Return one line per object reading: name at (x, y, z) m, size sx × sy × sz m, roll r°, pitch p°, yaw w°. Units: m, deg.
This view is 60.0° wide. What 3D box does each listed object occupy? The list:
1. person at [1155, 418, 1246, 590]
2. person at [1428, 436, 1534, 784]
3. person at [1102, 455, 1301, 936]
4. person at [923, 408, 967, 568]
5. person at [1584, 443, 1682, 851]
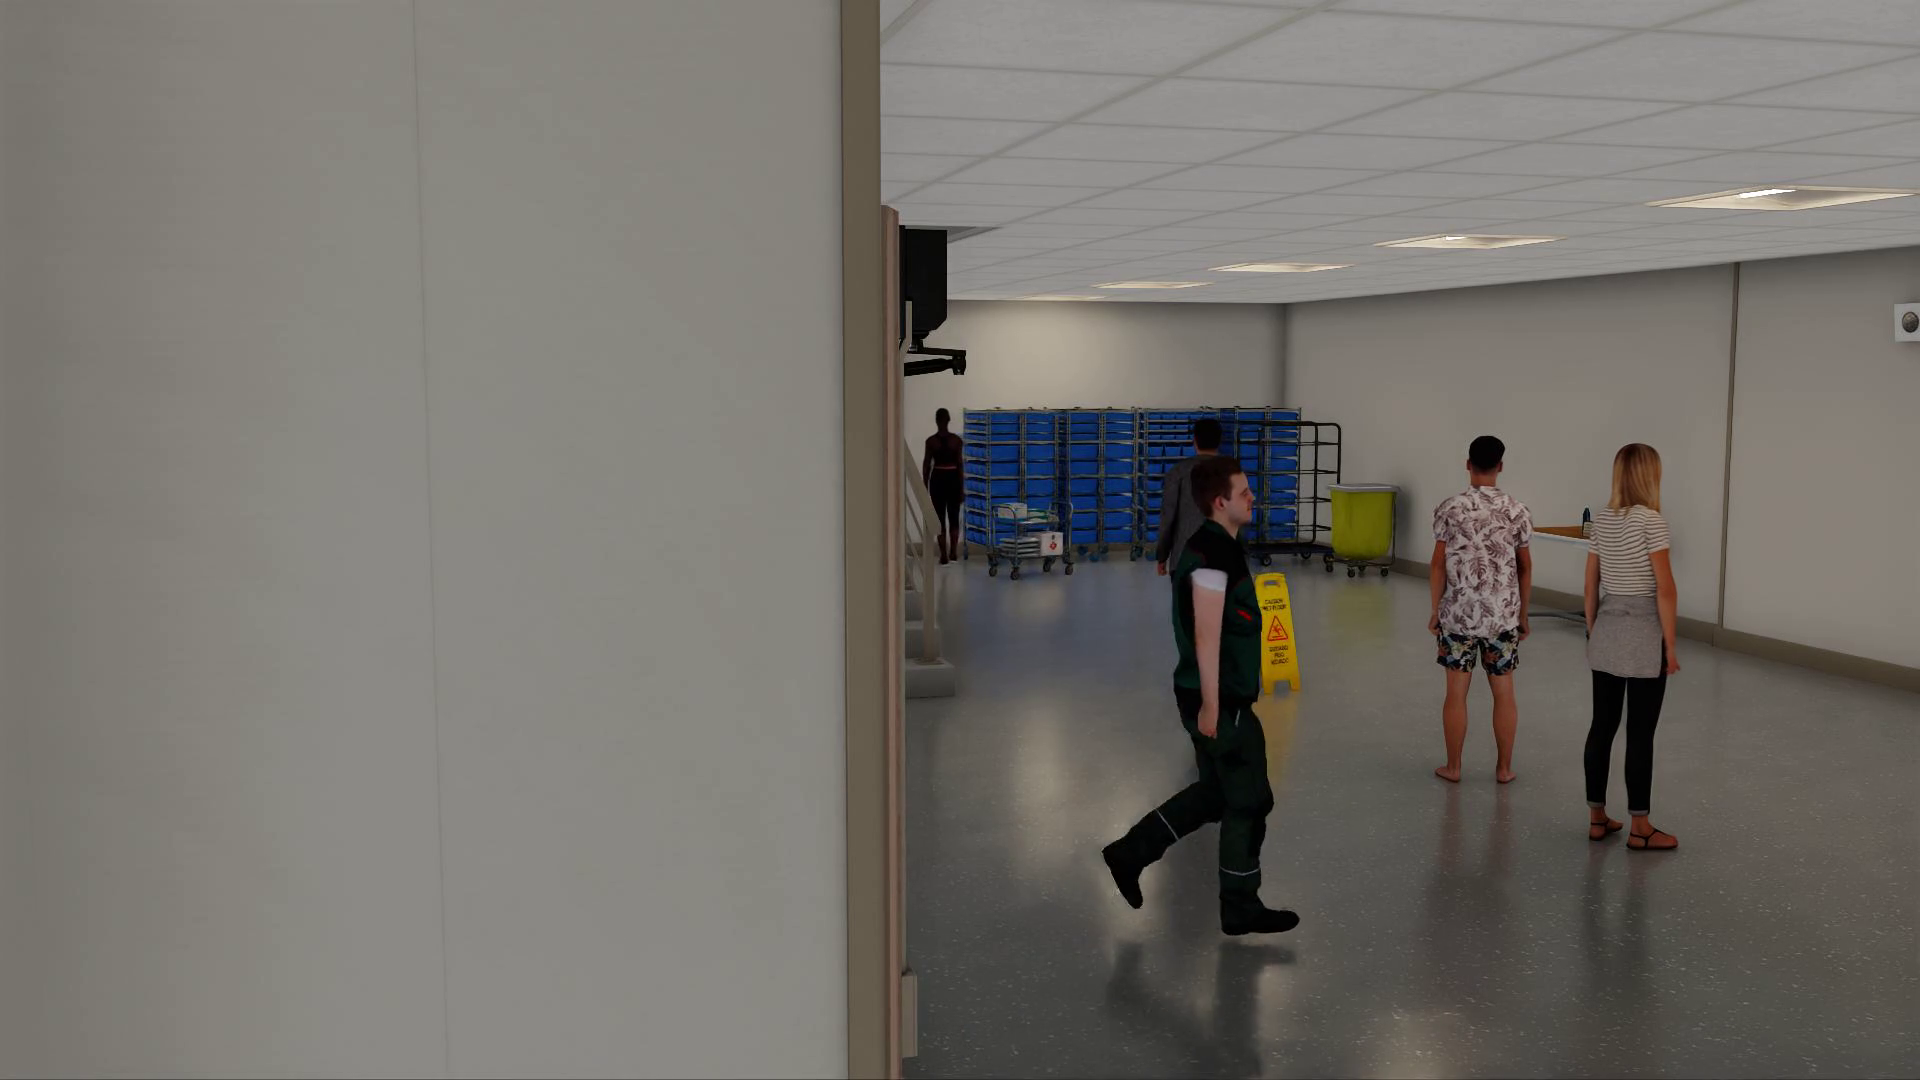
person at (1.500, 0.194, 10.303) m, size 0.818 × 1.829 × 1.254 m, roll -1°, pitch 6°, yaw -7°
person at (2.730, 0.359, 8.724) m, size 0.744 × 1.815 × 0.706 m, roll 1°, pitch 6°, yaw 8°
person at (0.912, 0.597, 6.300) m, size 0.866 × 1.825 × 0.982 m, roll 0°, pitch 6°, yaw 1°
person at (-0.169, -0.571, 18.276) m, size 0.706 × 1.755 × 0.809 m, roll 0°, pitch 6°, yaw -3°
person at (3.027, 0.473, 7.548) m, size 0.721 × 1.826 × 0.553 m, roll -3°, pitch 7°, yaw -30°
